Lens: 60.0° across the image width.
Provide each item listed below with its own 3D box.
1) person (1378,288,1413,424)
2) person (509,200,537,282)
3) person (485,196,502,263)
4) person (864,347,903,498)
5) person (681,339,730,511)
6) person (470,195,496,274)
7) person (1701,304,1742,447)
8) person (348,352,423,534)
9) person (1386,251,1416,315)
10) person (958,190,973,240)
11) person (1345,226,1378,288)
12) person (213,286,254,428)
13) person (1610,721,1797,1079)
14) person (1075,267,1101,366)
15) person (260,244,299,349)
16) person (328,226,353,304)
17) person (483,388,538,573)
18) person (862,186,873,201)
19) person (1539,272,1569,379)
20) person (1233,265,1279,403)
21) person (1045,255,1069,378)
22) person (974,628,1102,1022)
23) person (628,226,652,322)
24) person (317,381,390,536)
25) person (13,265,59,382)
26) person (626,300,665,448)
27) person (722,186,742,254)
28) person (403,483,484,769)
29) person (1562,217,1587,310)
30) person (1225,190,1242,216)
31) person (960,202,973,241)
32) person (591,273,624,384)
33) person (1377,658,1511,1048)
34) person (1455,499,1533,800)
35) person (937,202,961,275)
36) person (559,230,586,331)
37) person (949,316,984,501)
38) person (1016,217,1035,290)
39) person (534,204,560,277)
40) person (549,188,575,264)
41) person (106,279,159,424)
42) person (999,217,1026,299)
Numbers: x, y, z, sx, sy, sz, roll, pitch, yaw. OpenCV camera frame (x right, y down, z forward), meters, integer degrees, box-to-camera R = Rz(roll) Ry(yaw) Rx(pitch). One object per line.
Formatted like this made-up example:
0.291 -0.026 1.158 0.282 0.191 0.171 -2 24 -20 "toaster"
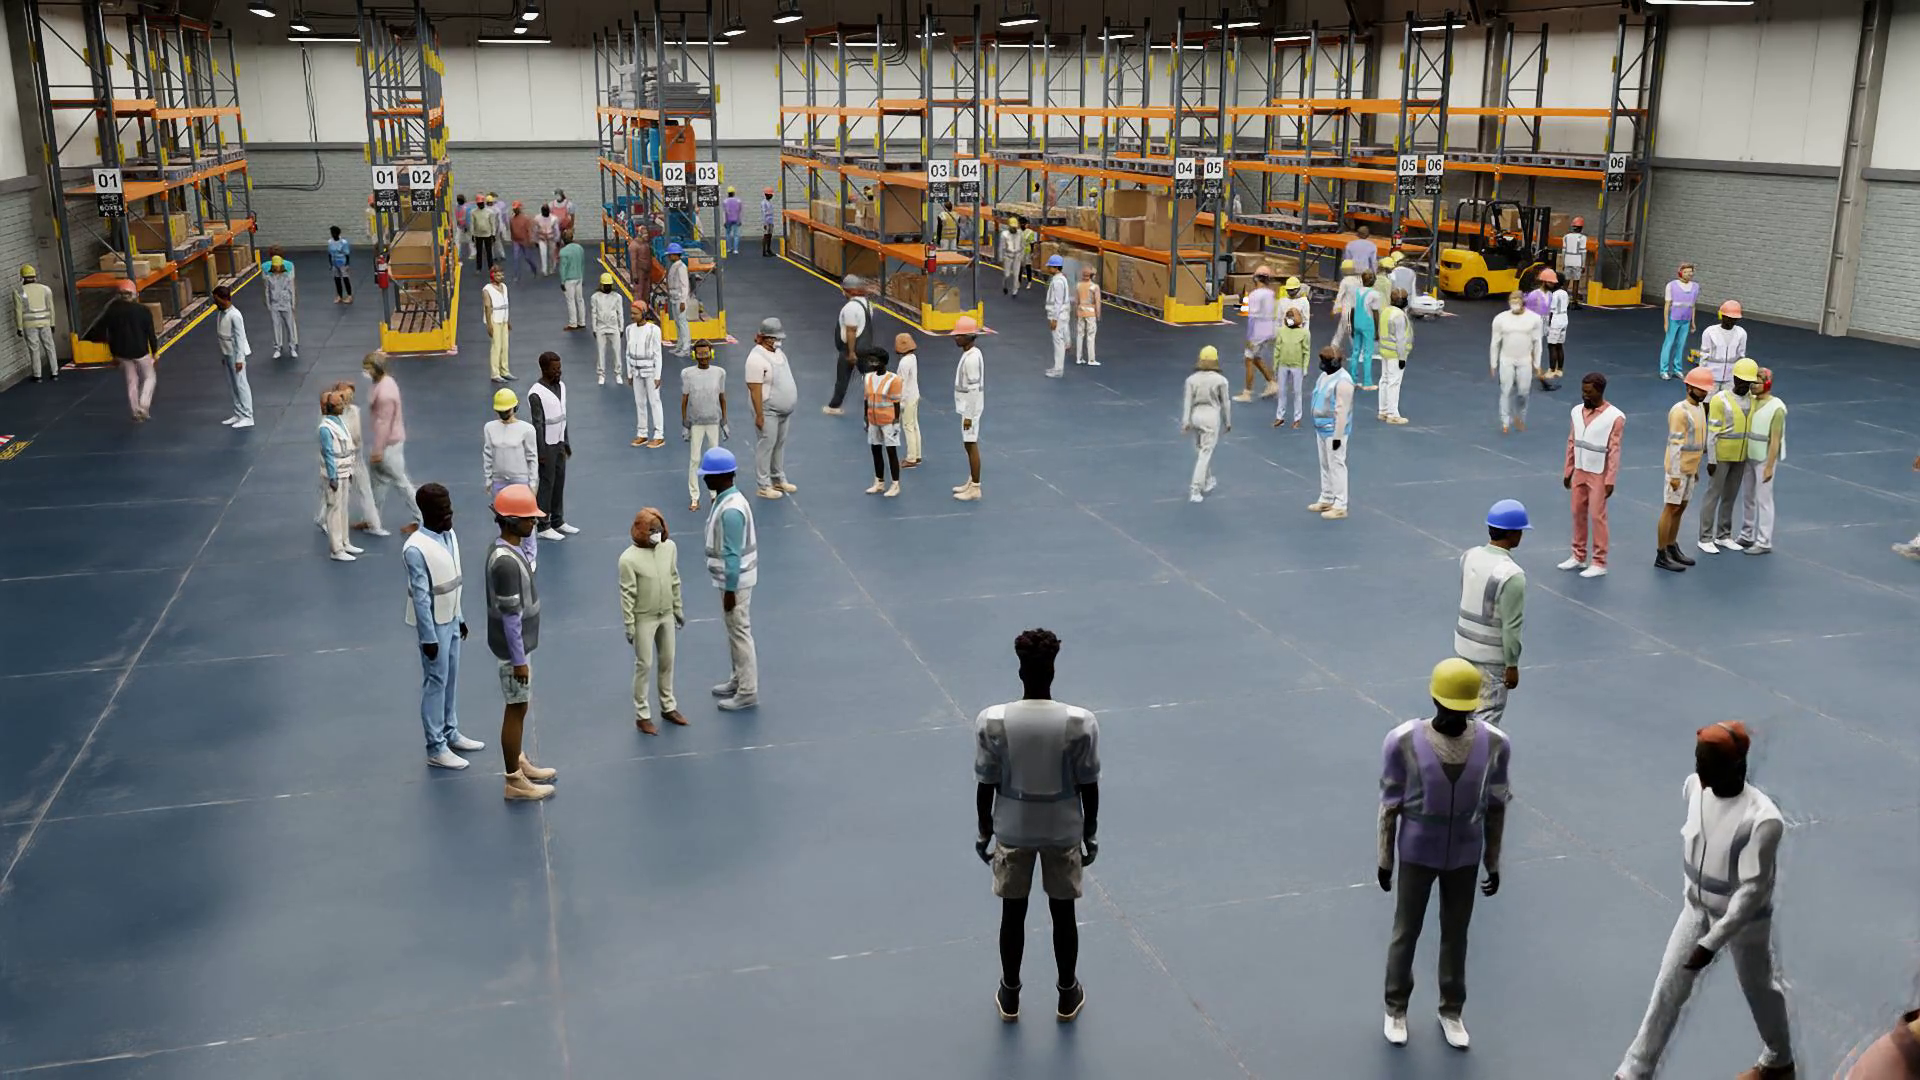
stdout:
5.977 -2.529 22.835 0.429 1.845 0.621 -2 15 -8 "person"
-10.650 -7.292 40.503 0.612 1.973 0.799 3 15 11 "person"
-12.759 -8.445 45.212 0.598 1.793 0.920 -6 16 -22 "person"
-0.867 -1.322 18.593 0.539 1.686 0.320 11 18 36 "person"
-2.745 -1.246 17.949 0.520 1.873 0.328 -5 16 -18 "person"
-12.078 -7.734 42.128 0.613 1.994 0.395 -2 15 -6 "person"
9.689 -2.104 21.178 0.520 1.873 0.333 -1 15 -4 "person"
-5.870 -0.977 16.924 0.728 1.911 0.665 -7 16 -23 "person"
7.569 -4.093 28.794 0.625 1.803 0.472 -3 15 -11 "person"
0.161 -10.097 51.794 0.771 1.592 0.559 -9 18 -32 "person"
7.888 -5.204 32.742 0.629 1.931 0.400 7 16 24 "person"
-9.845 -2.490 22.555 0.394 1.913 0.587 -13 19 -40 "person"
3.319 1.637 7.222 1.073 1.826 0.558 -6 16 -20 "person"
2.132 -3.729 27.745 0.517 1.636 0.313 14 21 43 "person"
-12.070 -4.314 29.543 0.571 1.843 0.373 -9 17 -30 "person"
-13.458 -5.974 36.098 0.551 1.687 0.327 5 16 19 "person"
-4.195 -0.549 15.535 0.523 1.765 0.316 2 15 7 "person"
-2.711 -9.530 49.156 0.513 1.861 0.326 12 19 37 "person"
9.465 -3.401 26.412 0.323 1.688 0.530 14 20 42 "person"
4.415 -3.008 24.360 0.541 2.005 0.654 11 18 35 "person"
1.546 -3.573 26.560 0.386 1.948 0.601 2 15 6 "person"
0.370 1.371 7.935 0.603 1.959 0.374 1 15 5 "person"
-6.320 -5.292 33.134 0.400 1.900 0.647 5 16 18 "person"
-6.253 -0.825 16.875 0.774 1.609 0.517 6 16 20 "person"
-14.514 -3.394 26.103 0.404 1.835 0.589 12 19 38 "person"
-4.023 -2.113 21.209 0.573 1.880 0.357 9 17 30 "person"
-6.564 -9.189 47.778 0.588 1.894 0.892 -5 16 -19 "person"
-3.470 0.557 11.080 0.392 1.917 0.593 1 15 3 "person"
12.936 -5.814 35.012 0.359 1.938 0.547 -11 19 -36 "person"
7.480 -8.698 45.842 0.393 1.946 0.617 -10 18 -32 "person"
0.193 -9.483 49.173 0.446 1.744 0.596 -3 15 -13 "person"
-5.477 -3.289 25.904 0.486 1.738 0.320 -3 15 -11 "person"
2.229 1.451 7.724 0.583 1.919 0.397 0 15 1 "person"
3.365 0.691 10.545 0.426 1.938 0.604 -4 15 -14 "person"
-0.299 -7.627 42.021 0.627 1.844 0.429 -6 16 -22 "person"
-7.418 -4.960 31.823 0.378 1.929 0.635 8 17 28 "person"
0.070 -1.451 18.395 0.384 2.039 0.616 0 15 0 "person"
1.481 -6.695 38.801 0.538 1.692 0.319 6 16 21 "person"
-10.348 -7.525 41.735 0.627 1.802 0.929 -3 15 -11 "person"
-10.716 -8.436 44.682 0.688 2.000 0.536 0 15 2 "person"
-11.280 -2.569 22.726 0.649 1.971 0.539 -2 15 -6 "person"
1.157 -6.275 36.975 0.607 1.815 0.519 -3 15 -12 "person"
